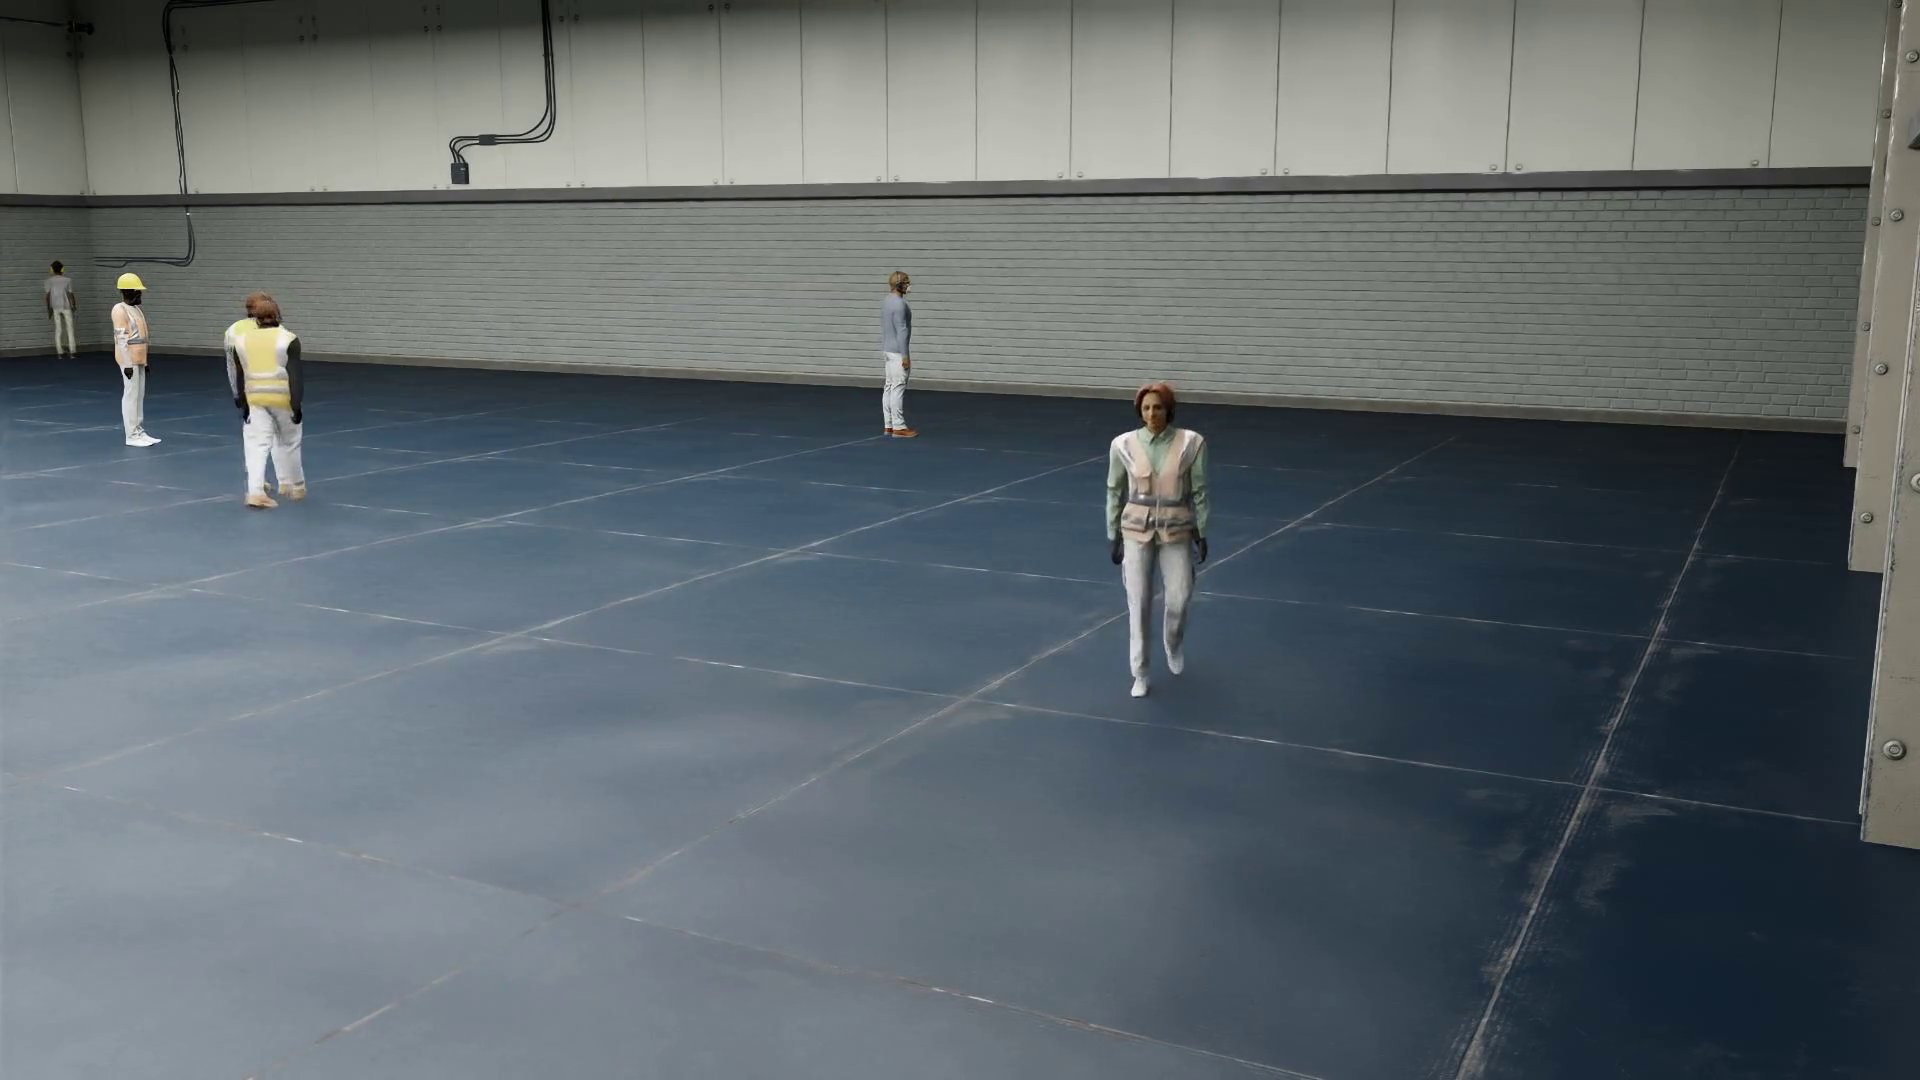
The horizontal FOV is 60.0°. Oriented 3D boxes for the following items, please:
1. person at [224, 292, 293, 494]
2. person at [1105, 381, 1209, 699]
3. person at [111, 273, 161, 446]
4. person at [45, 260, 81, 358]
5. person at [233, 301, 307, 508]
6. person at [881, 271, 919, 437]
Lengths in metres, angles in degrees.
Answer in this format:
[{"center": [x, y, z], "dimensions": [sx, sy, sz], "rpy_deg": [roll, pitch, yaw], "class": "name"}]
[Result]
[{"center": [-6.345, -1.333, 15.180], "dimensions": [0.624, 1.837, 0.430], "rpy_deg": [2, 11, 12], "class": "person"}, {"center": [1.009, -0.012, 8.543], "dimensions": [0.531, 1.623, 0.423], "rpy_deg": [2, 11, 9], "class": "person"}, {"center": [-9.244, -2.013, 18.629], "dimensions": [0.365, 1.928, 0.586], "rpy_deg": [-2, 11, -9], "class": "person"}, {"center": [-17.202, -4.408, 31.865], "dimensions": [0.532, 1.864, 0.310], "rpy_deg": [-2, 11, -12], "class": "person"}, {"center": [-6.022, -1.190, 14.532], "dimensions": [0.638, 1.784, 0.961], "rpy_deg": [1, 10, 4], "class": "person"}, {"center": [-0.726, -2.171, 19.462], "dimensions": [0.372, 1.940, 0.627], "rpy_deg": [-4, 11, -20], "class": "person"}]
